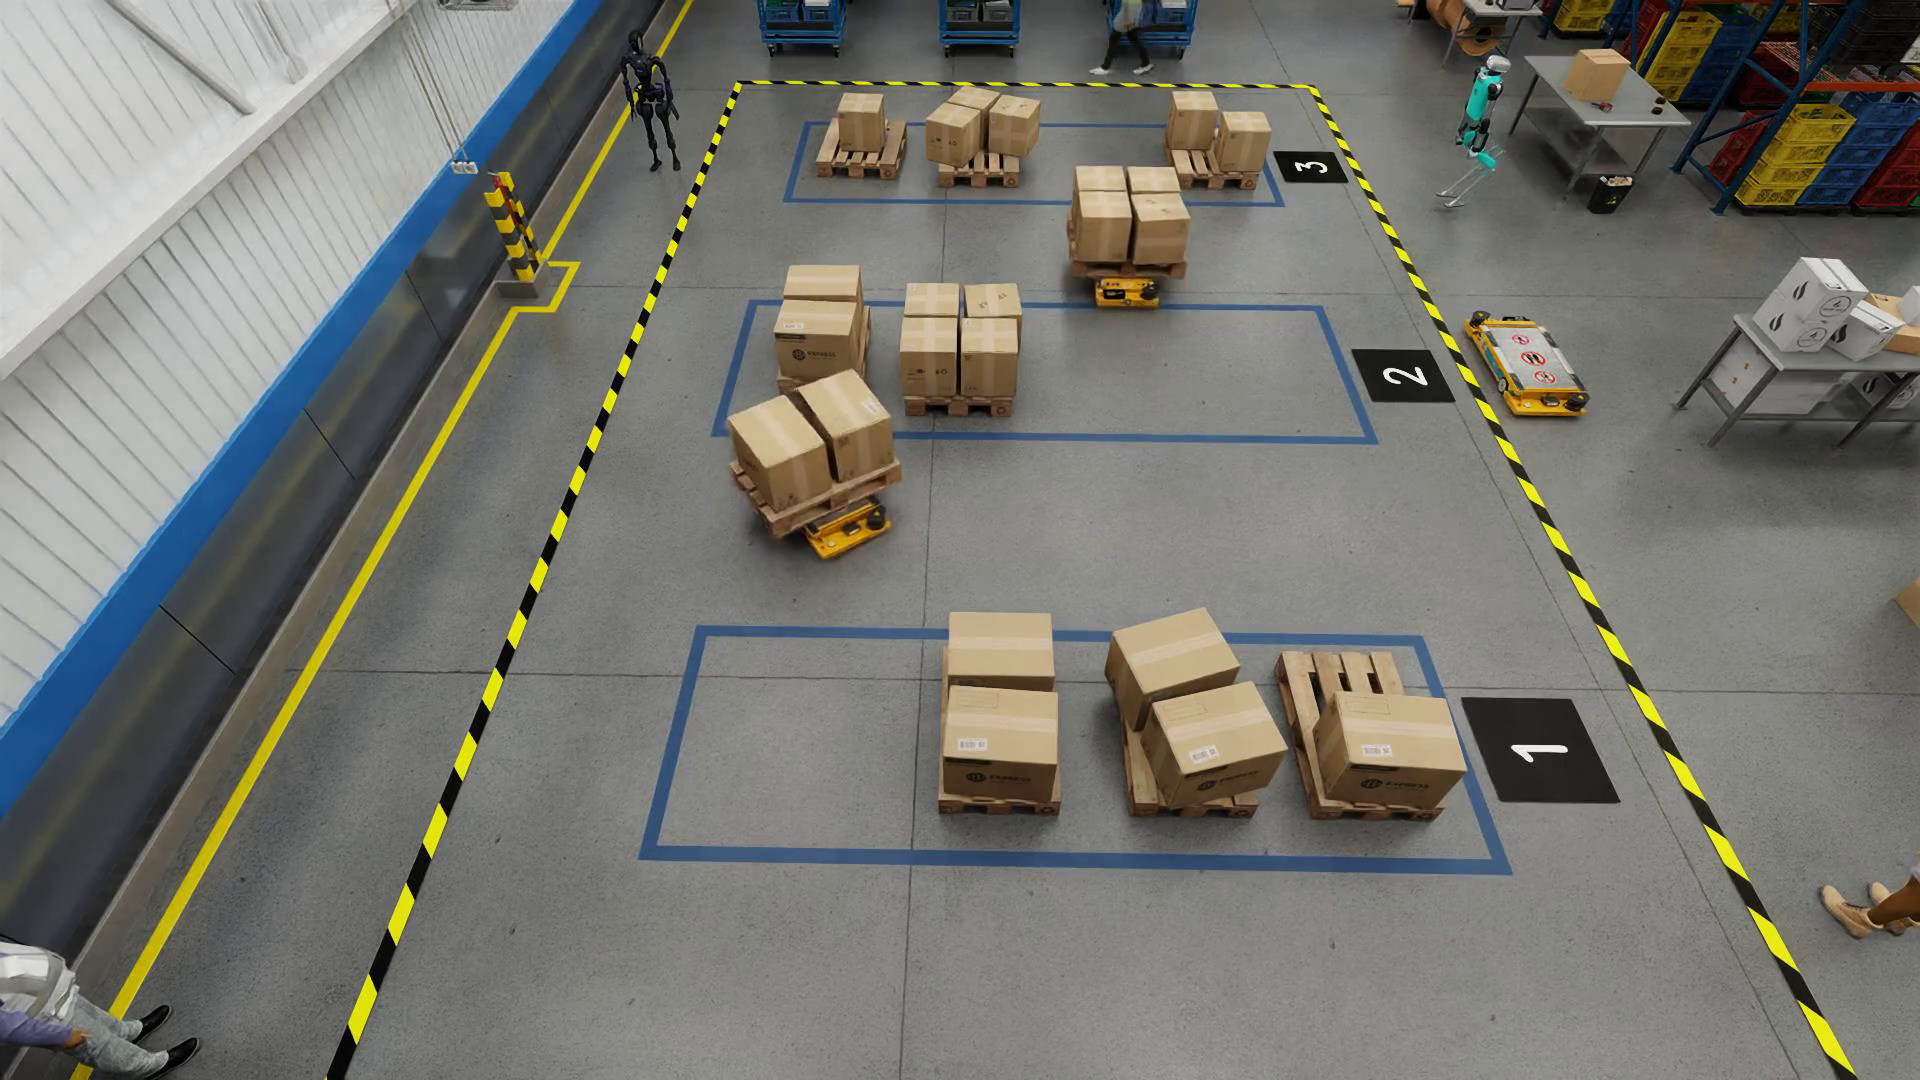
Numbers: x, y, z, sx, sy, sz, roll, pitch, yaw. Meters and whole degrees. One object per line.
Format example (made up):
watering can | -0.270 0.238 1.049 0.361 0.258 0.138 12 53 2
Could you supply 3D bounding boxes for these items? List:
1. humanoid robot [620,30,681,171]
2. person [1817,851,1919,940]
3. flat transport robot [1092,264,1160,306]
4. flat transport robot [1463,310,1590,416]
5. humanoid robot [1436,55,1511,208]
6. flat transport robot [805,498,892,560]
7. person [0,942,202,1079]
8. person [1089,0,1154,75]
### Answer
humanoid robot | -3.769 -5.360 11.231 0.599 1.657 0.315 -1 49 -1
person | 5.579 1.664 4.921 0.607 2.044 0.368 -1 49 -1
flat transport robot | 1.802 -3.099 10.197 0.652 0.197 1.431 1 49 1
flat transport robot | 5.573 -1.757 9.054 0.659 0.231 1.431 1 49 1
humanoid robot | 6.042 -4.652 10.499 0.735 1.677 0.533 0 49 0
flat transport robot | -1.238 -0.469 7.921 0.652 0.197 1.431 -27 54 -21
person | -4.556 2.280 4.524 0.586 1.833 0.403 29 55 23
person | 2.428 -7.558 13.053 0.906 1.814 0.599 14 51 12
